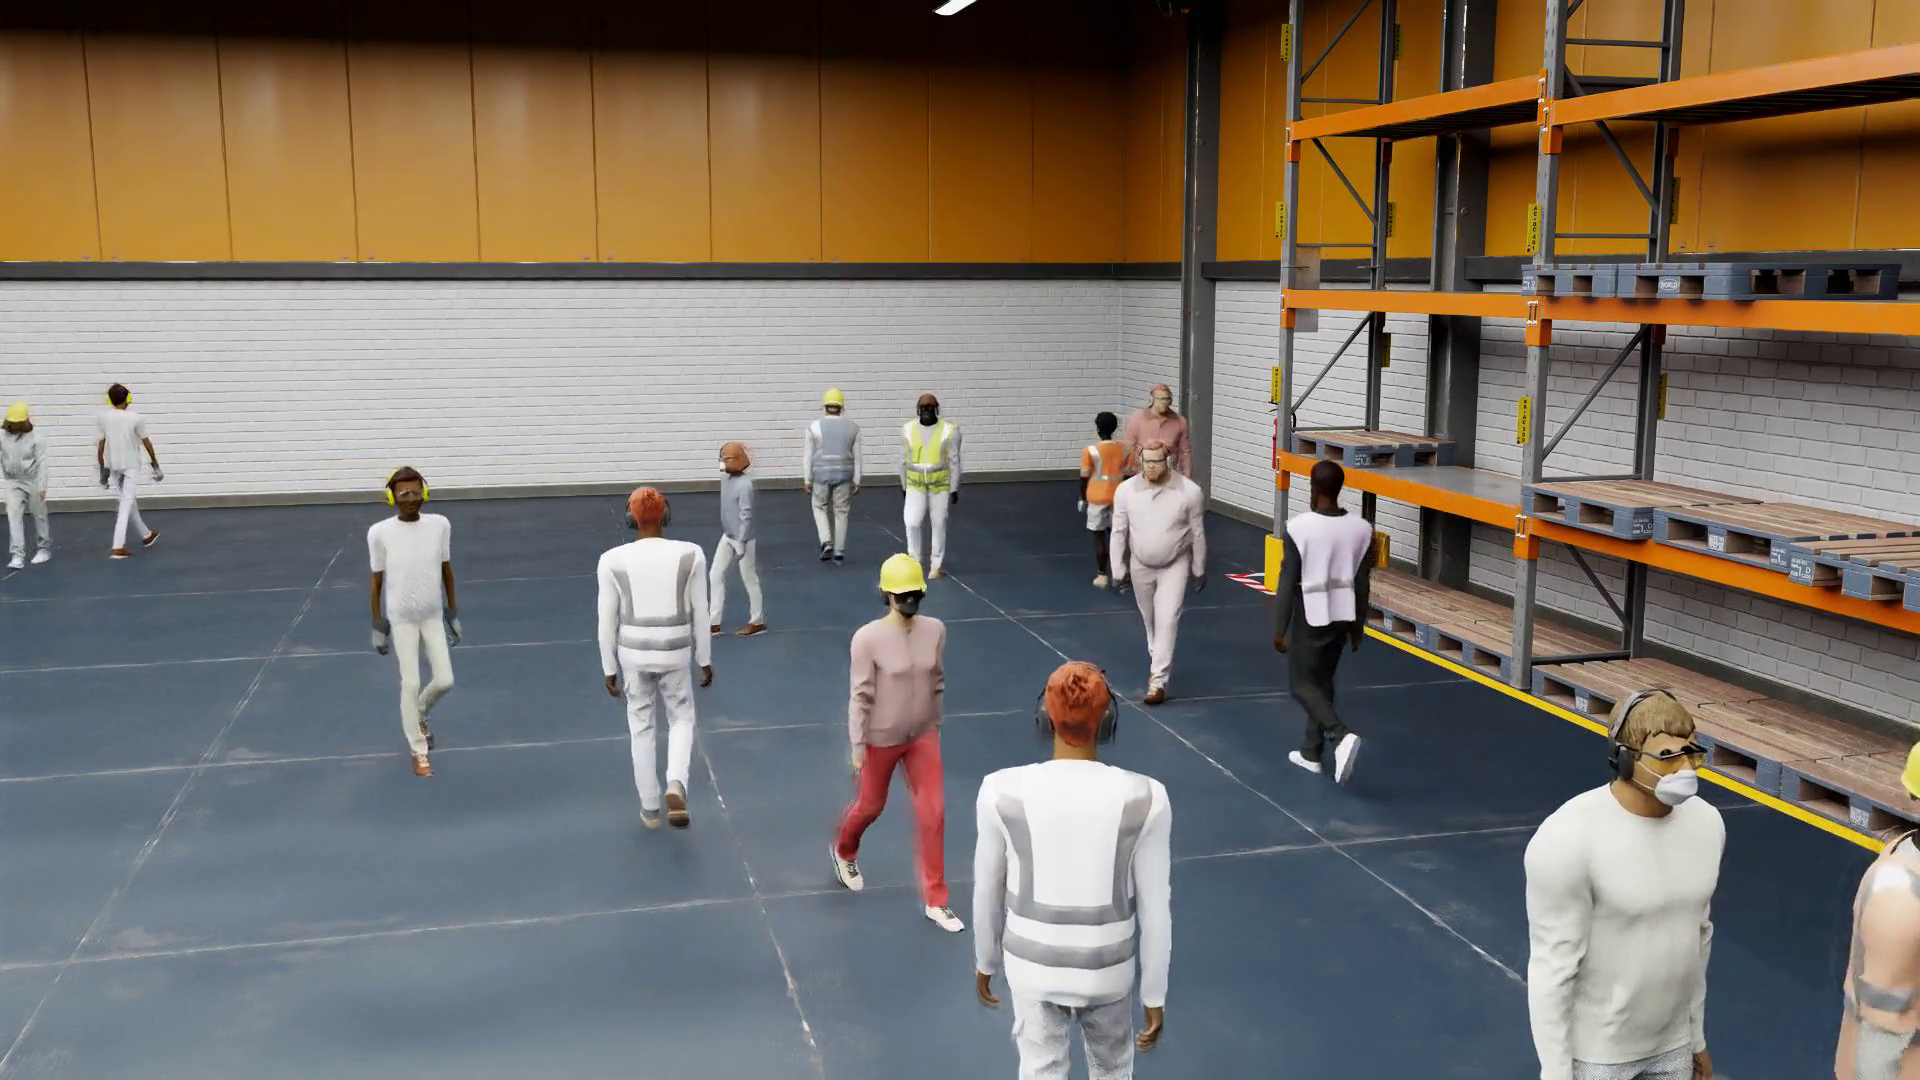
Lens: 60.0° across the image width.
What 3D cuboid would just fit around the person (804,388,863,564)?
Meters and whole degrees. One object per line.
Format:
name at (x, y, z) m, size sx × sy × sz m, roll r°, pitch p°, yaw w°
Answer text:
person at (-1.299, -0.648, 17.055) m, size 0.614 × 1.818 × 0.411 m, roll -2°, pitch 9°, yaw -11°

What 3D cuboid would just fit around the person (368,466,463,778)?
person at (-3.266, 0.468, 9.957) m, size 0.539 × 1.861 × 0.488 m, roll -7°, pitch 11°, yaw -36°

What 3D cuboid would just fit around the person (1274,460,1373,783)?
person at (2.165, 0.485, 9.750) m, size 0.622 × 1.892 × 0.743 m, roll -4°, pitch 10°, yaw -23°

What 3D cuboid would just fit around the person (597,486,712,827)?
person at (-1.614, 0.645, 8.833) m, size 0.601 × 1.869 × 0.586 m, roll -2°, pitch 9°, yaw -11°

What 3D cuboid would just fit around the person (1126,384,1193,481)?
person at (2.006, -0.602, 16.572) m, size 0.680 × 1.873 × 0.862 m, roll -1°, pitch 9°, yaw -9°

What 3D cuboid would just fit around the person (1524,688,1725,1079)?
person at (1.733, 1.328, 4.348) m, size 0.628 × 1.940 × 0.378 m, roll -4°, pitch 10°, yaw -26°

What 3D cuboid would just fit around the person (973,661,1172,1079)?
person at (0.326, 1.266, 4.982) m, size 0.580 × 1.866 × 0.648 m, roll 0°, pitch 9°, yaw 2°

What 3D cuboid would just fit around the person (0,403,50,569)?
person at (-9.484, -0.551, 16.862) m, size 0.497 × 1.670 × 0.875 m, roll -1°, pitch 9°, yaw -7°

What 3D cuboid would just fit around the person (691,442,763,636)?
person at (-1.909, 0.012, 13.554) m, size 0.706 × 1.604 × 0.533 m, roll -6°, pitch 11°, yaw -35°

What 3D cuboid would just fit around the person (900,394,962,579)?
person at (-0.304, -0.500, 16.111) m, size 0.630 × 1.820 × 0.636 m, roll 1°, pitch 9°, yaw 9°

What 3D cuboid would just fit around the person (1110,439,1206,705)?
person at (1.403, 0.187, 11.809) m, size 0.655 × 1.842 × 1.007 m, roll 4°, pitch 10°, yaw 21°

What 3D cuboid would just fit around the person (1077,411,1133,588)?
person at (1.377, -0.380, 15.814) m, size 0.536 × 1.684 × 0.373 m, roll -4°, pitch 10°, yaw -24°

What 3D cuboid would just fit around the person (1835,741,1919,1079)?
person at (2.379, 1.368, 4.305) m, size 0.869 × 1.892 × 0.604 m, roll 7°, pitch 12°, yaw 38°

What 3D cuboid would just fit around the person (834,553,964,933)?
person at (-0.320, 0.889, 7.758) m, size 0.524 × 1.730 × 0.875 m, roll -6°, pitch 11°, yaw -33°

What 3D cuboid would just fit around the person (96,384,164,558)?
person at (-8.831, -0.749, 17.712) m, size 0.530 × 1.808 × 1.018 m, roll 1°, pitch 9°, yaw 6°
